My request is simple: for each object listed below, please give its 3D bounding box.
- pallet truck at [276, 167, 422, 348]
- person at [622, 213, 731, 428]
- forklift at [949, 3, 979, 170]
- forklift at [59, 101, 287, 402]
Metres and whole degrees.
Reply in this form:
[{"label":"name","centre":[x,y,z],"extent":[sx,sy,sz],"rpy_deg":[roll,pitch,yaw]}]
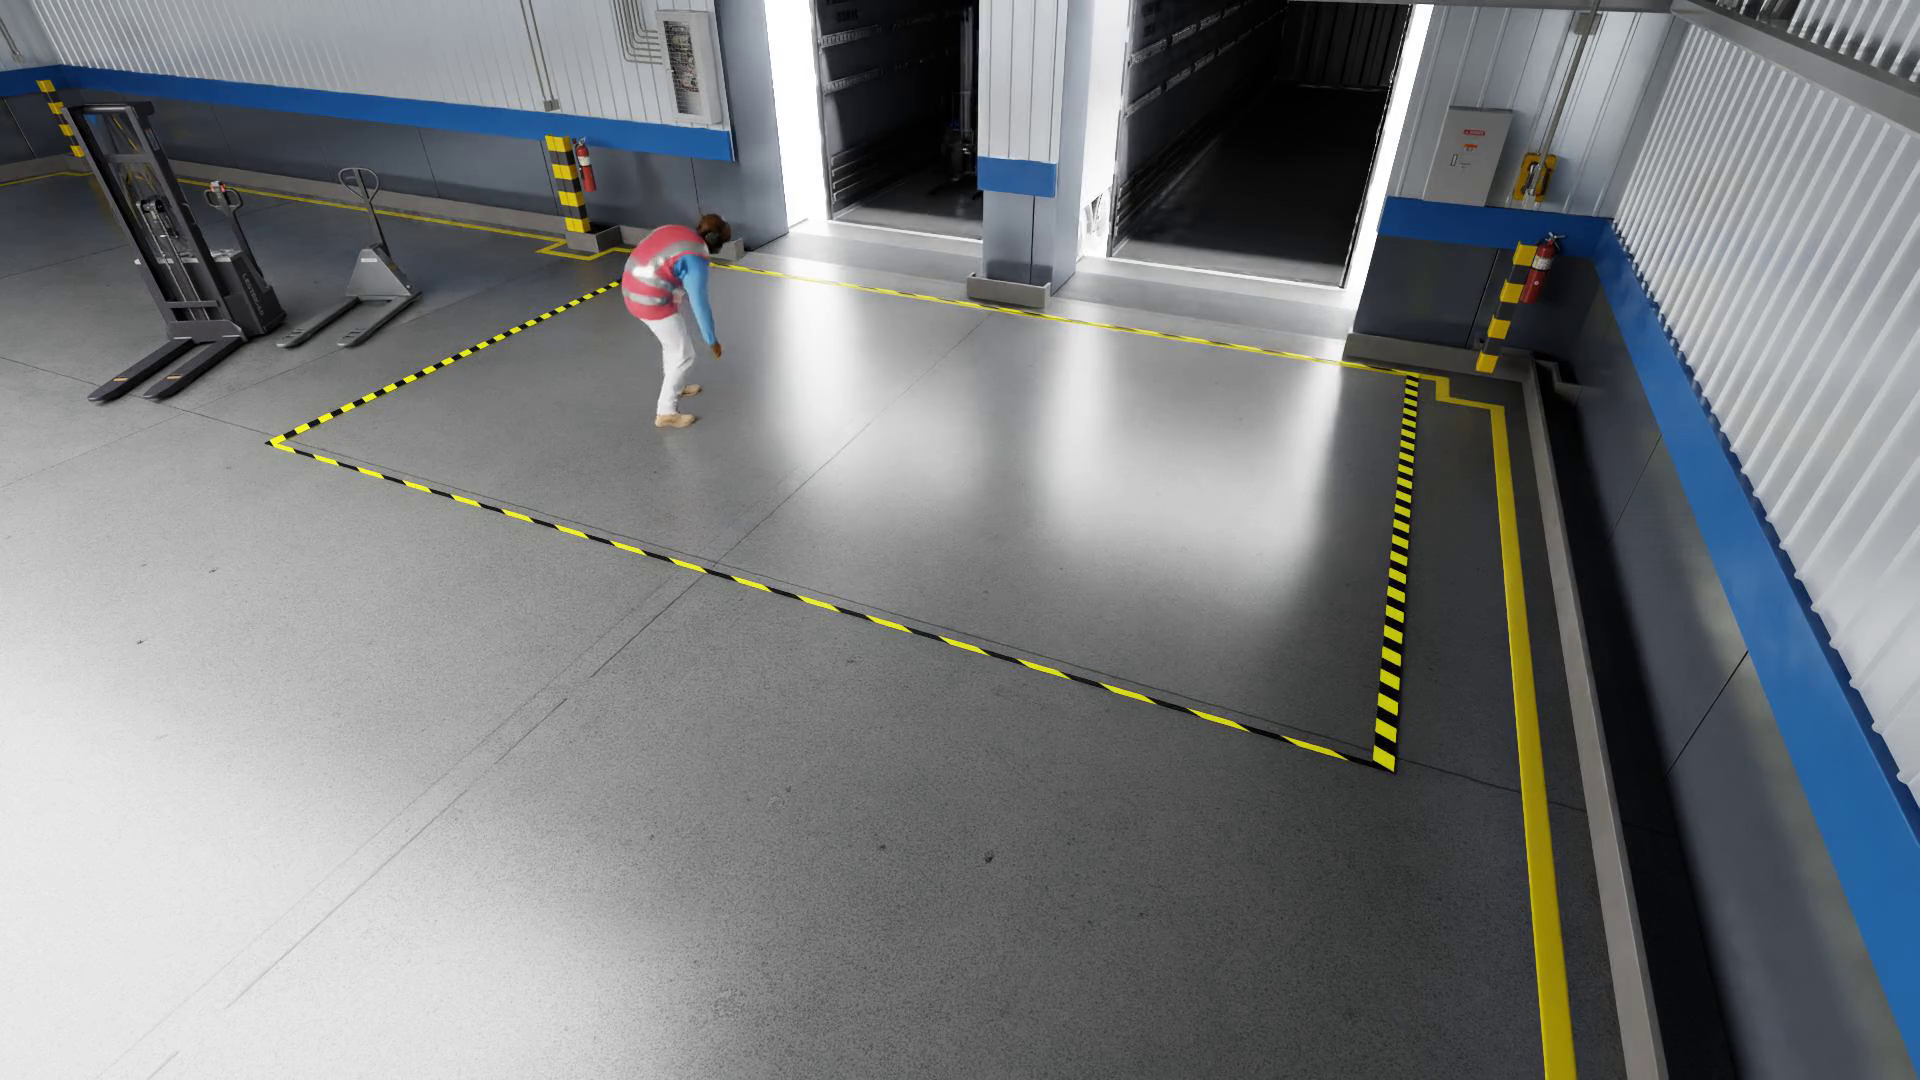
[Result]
[{"label":"pallet truck","centre":[-5.732,-2.611,8.414],"extent":[0.680,1.201,1.601],"rpy_deg":[-1,35,-1]},{"label":"person","centre":[-2.065,-1.660,6.892],"extent":[0.923,1.441,0.807],"rpy_deg":[-25,42,-31]},{"label":"forklift","centre":[0.753,-6.488,12.988],"extent":[1.157,2.036,2.680],"rpy_deg":[13,37,18]},{"label":"forklift","centre":[-6.686,-2.387,7.434],"extent":[0.823,1.965,1.885],"rpy_deg":[-3,35,-5]}]
